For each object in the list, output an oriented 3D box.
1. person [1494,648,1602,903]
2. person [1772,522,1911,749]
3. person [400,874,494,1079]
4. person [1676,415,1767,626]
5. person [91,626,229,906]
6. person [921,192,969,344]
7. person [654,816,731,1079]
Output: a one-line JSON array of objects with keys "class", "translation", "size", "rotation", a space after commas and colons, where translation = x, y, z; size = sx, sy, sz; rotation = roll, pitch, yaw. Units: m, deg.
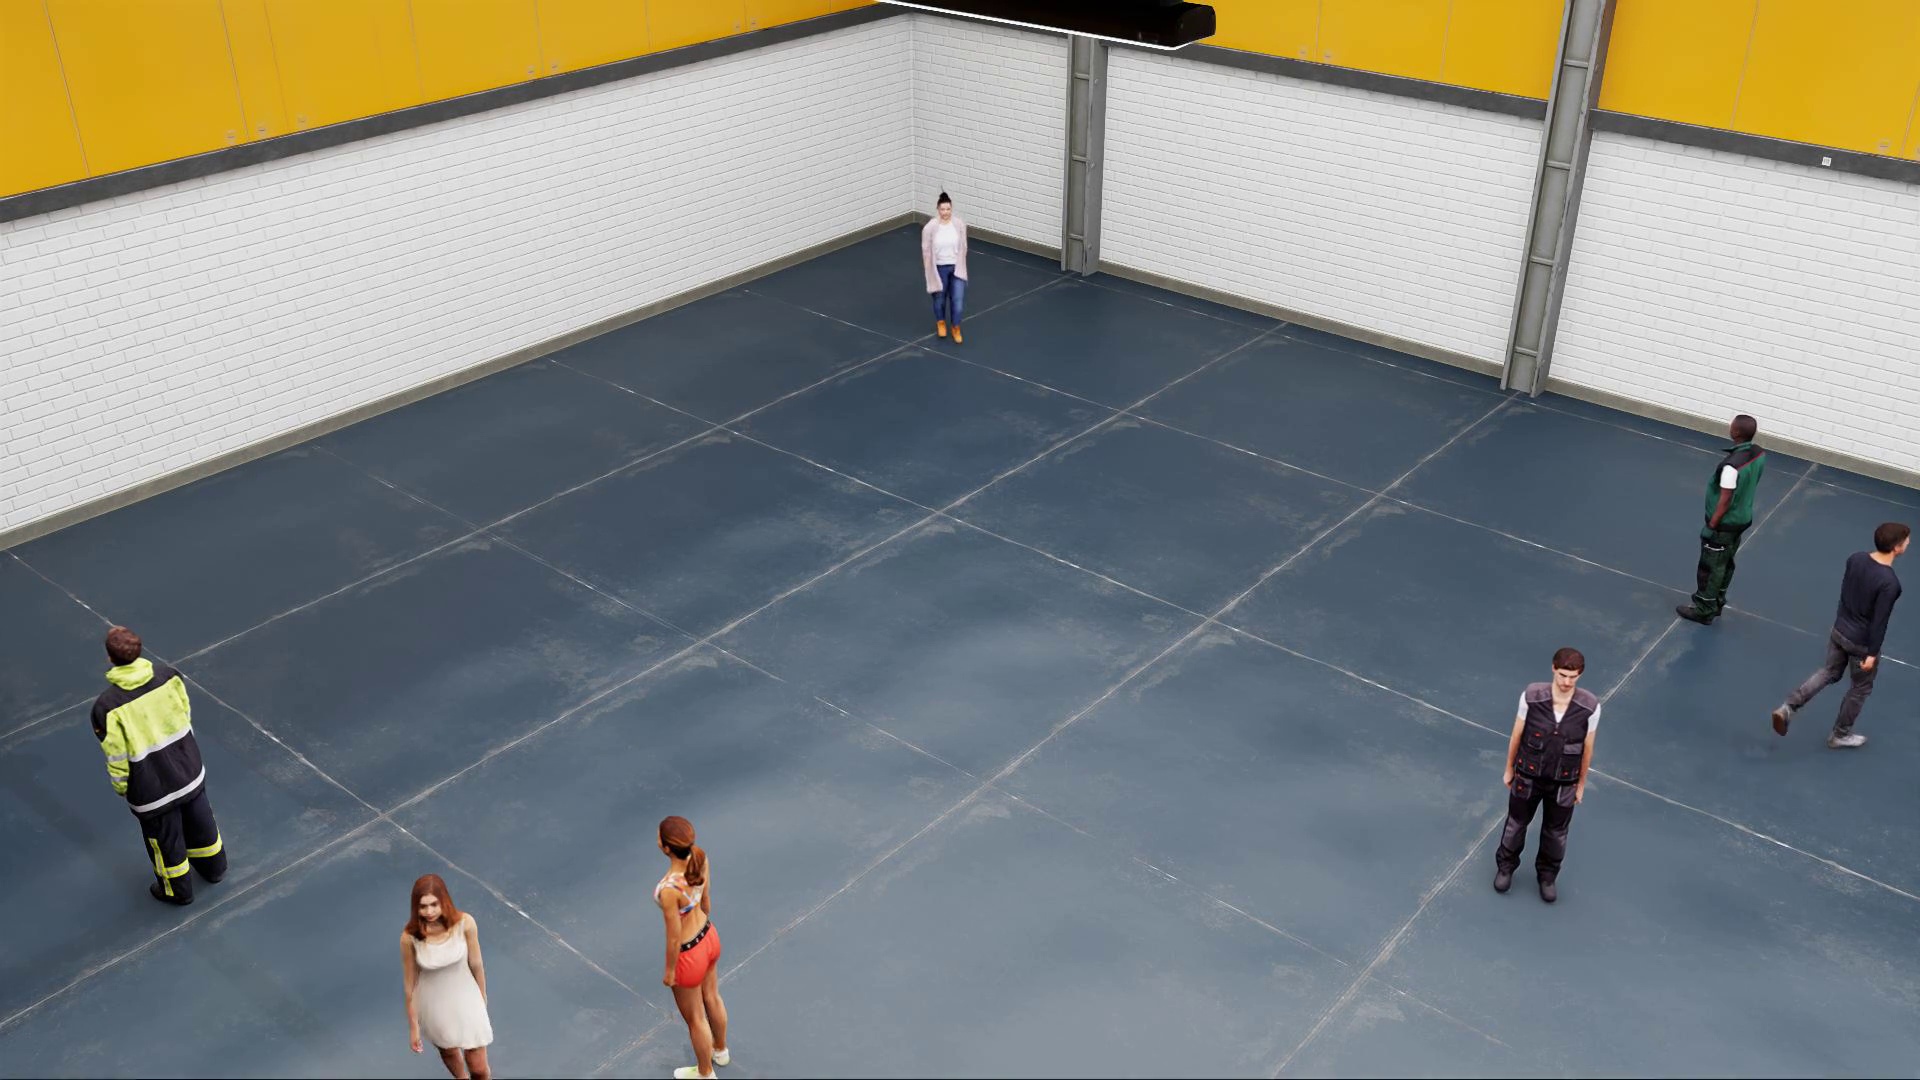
[{"class": "person", "translation": [3.717, 1.460, 10.529], "size": [0.643, 1.846, 0.782], "rotation": [9, 30, 16]}, {"class": "person", "translation": [6.329, 0.709, 11.899], "size": [1.047, 1.853, 1.050], "rotation": [-6, 29, -11]}, {"class": "person", "translation": [-2.744, 2.421, 8.928], "size": [0.765, 1.692, 0.840], "rotation": [-6, 29, -10]}, {"class": "person", "translation": [6.238, -0.170, 13.525], "size": [0.717, 1.839, 0.650], "rotation": [-23, 36, -35]}, {"class": "person", "translation": [-5.062, 1.410, 10.478], "size": [0.702, 1.983, 0.808], "rotation": [16, 32, 26]}, {"class": "person", "translation": [-0.176, -3.166, 19.135], "size": [0.914, 1.727, 0.975], "rotation": [-4, 29, -7]}, {"class": "person", "translation": [-1.468, 2.261, 9.120], "size": [0.621, 1.789, 0.643], "rotation": [12, 31, 21]}]
